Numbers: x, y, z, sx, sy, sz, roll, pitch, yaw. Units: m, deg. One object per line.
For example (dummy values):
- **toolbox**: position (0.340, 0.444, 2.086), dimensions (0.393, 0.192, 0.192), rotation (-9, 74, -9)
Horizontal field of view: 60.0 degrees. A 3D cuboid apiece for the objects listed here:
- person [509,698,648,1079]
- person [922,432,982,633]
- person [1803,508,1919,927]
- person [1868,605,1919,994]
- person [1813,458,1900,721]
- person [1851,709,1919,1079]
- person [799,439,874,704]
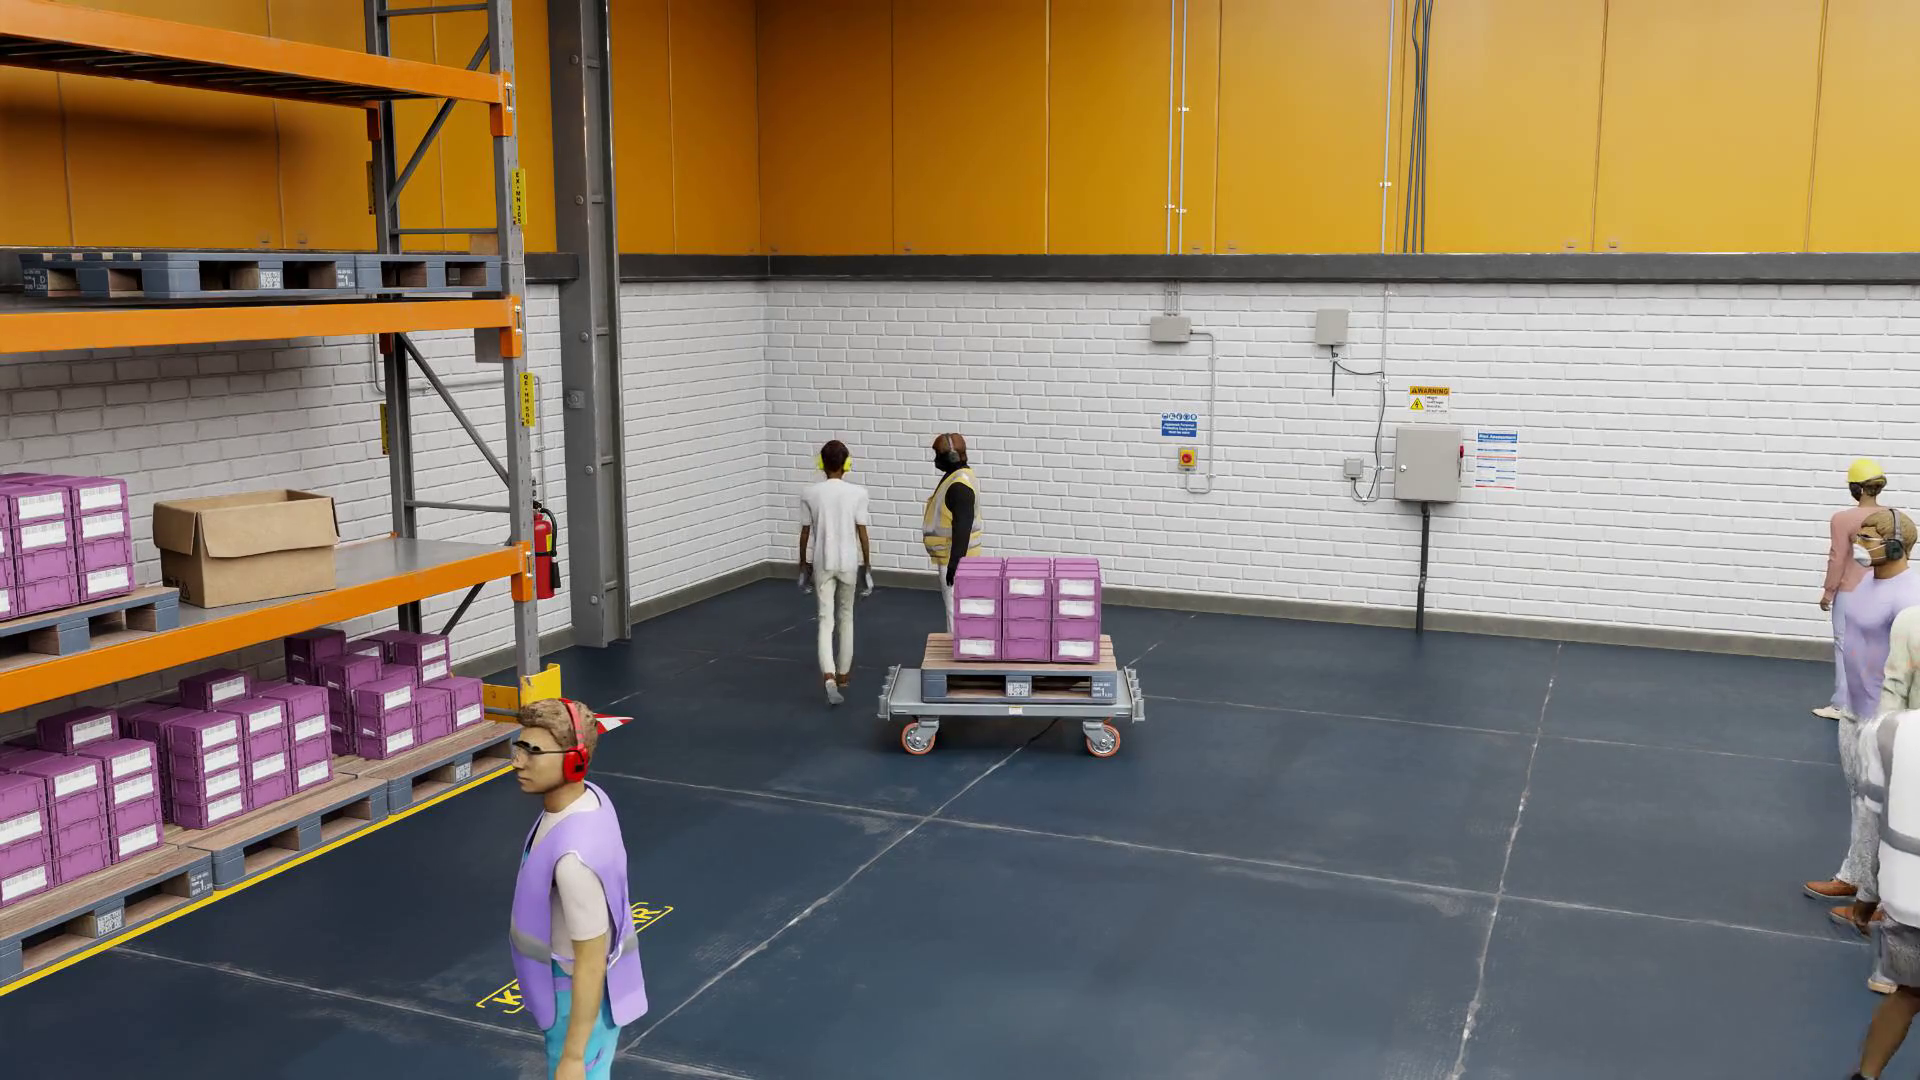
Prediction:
- **person**: position (-1.086, 1.342, 4.727), dimensions (0.384, 1.849, 0.569), rotation (-3, 10, -16)
- **person**: position (-0.060, 0.133, 12.096), dimensions (0.429, 1.840, 0.624), rotation (-1, 9, -4)
- **person**: position (4.224, 0.813, 7.667), dimensions (0.370, 1.941, 0.627), rotation (2, 10, 10)
- **person**: position (4.094, 0.925, 6.826), dimensions (0.609, 1.991, 0.388), rotation (5, 11, 29)
- **person**: position (5.987, 0.336, 11.085), dimensions (0.531, 1.767, 0.322), rotation (-2, 10, -11)
- **person**: position (3.186, 1.191, 5.429), dimensions (0.499, 1.918, 0.560), rotation (-5, 11, -28)
- **person**: position (-0.877, 0.208, 11.712), dimensions (0.531, 1.826, 0.920), rotation (-1, 9, -4)
